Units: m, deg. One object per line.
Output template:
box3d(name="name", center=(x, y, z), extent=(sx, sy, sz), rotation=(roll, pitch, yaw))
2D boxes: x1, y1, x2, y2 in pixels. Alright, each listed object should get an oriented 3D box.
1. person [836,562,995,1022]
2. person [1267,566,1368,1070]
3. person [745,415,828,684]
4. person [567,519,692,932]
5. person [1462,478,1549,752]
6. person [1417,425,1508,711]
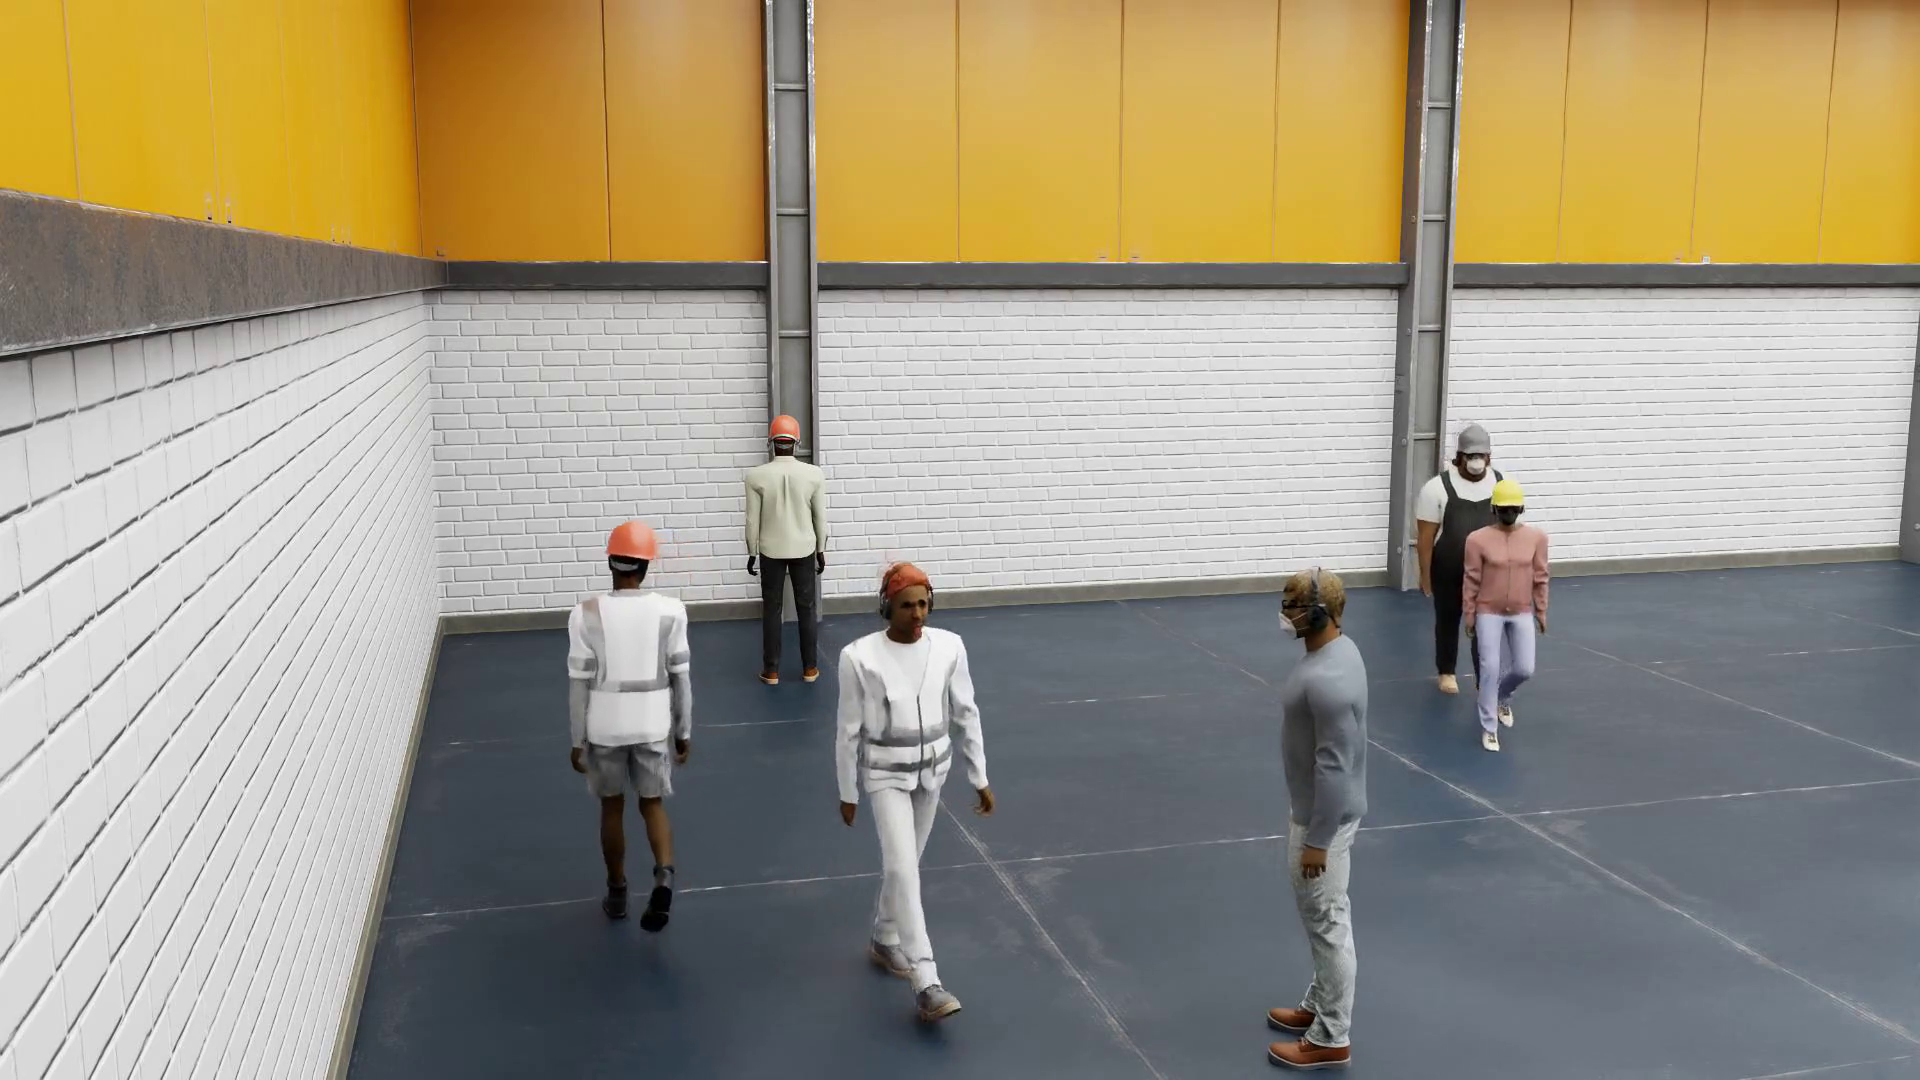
box3d(name="person", center=(-0.164, 1.018, 6.874), extent=(0.601, 1.835, 0.960), rotation=(-5, 10, -29))
box3d(name="person", center=(1.375, 1.054, 6.364), extent=(0.355, 1.936, 0.635), rotation=(2, 9, 11))
box3d(name="person", center=(-1.283, 0.074, 12.304), extent=(0.615, 1.994, 0.381), rotation=(-2, 9, -13))
box3d(name="person", center=(-1.500, 0.873, 7.616), extent=(0.561, 1.914, 0.701), rotation=(-3, 10, -19))
box3d(name="person", center=(3.472, 0.457, 10.660), extent=(0.535, 1.747, 0.483), rotation=(1, 9, 4))
box3d(name="person", center=(3.561, 0.151, 11.680), extent=(0.693, 2.000, 1.039), rotation=(1, 9, 6))
